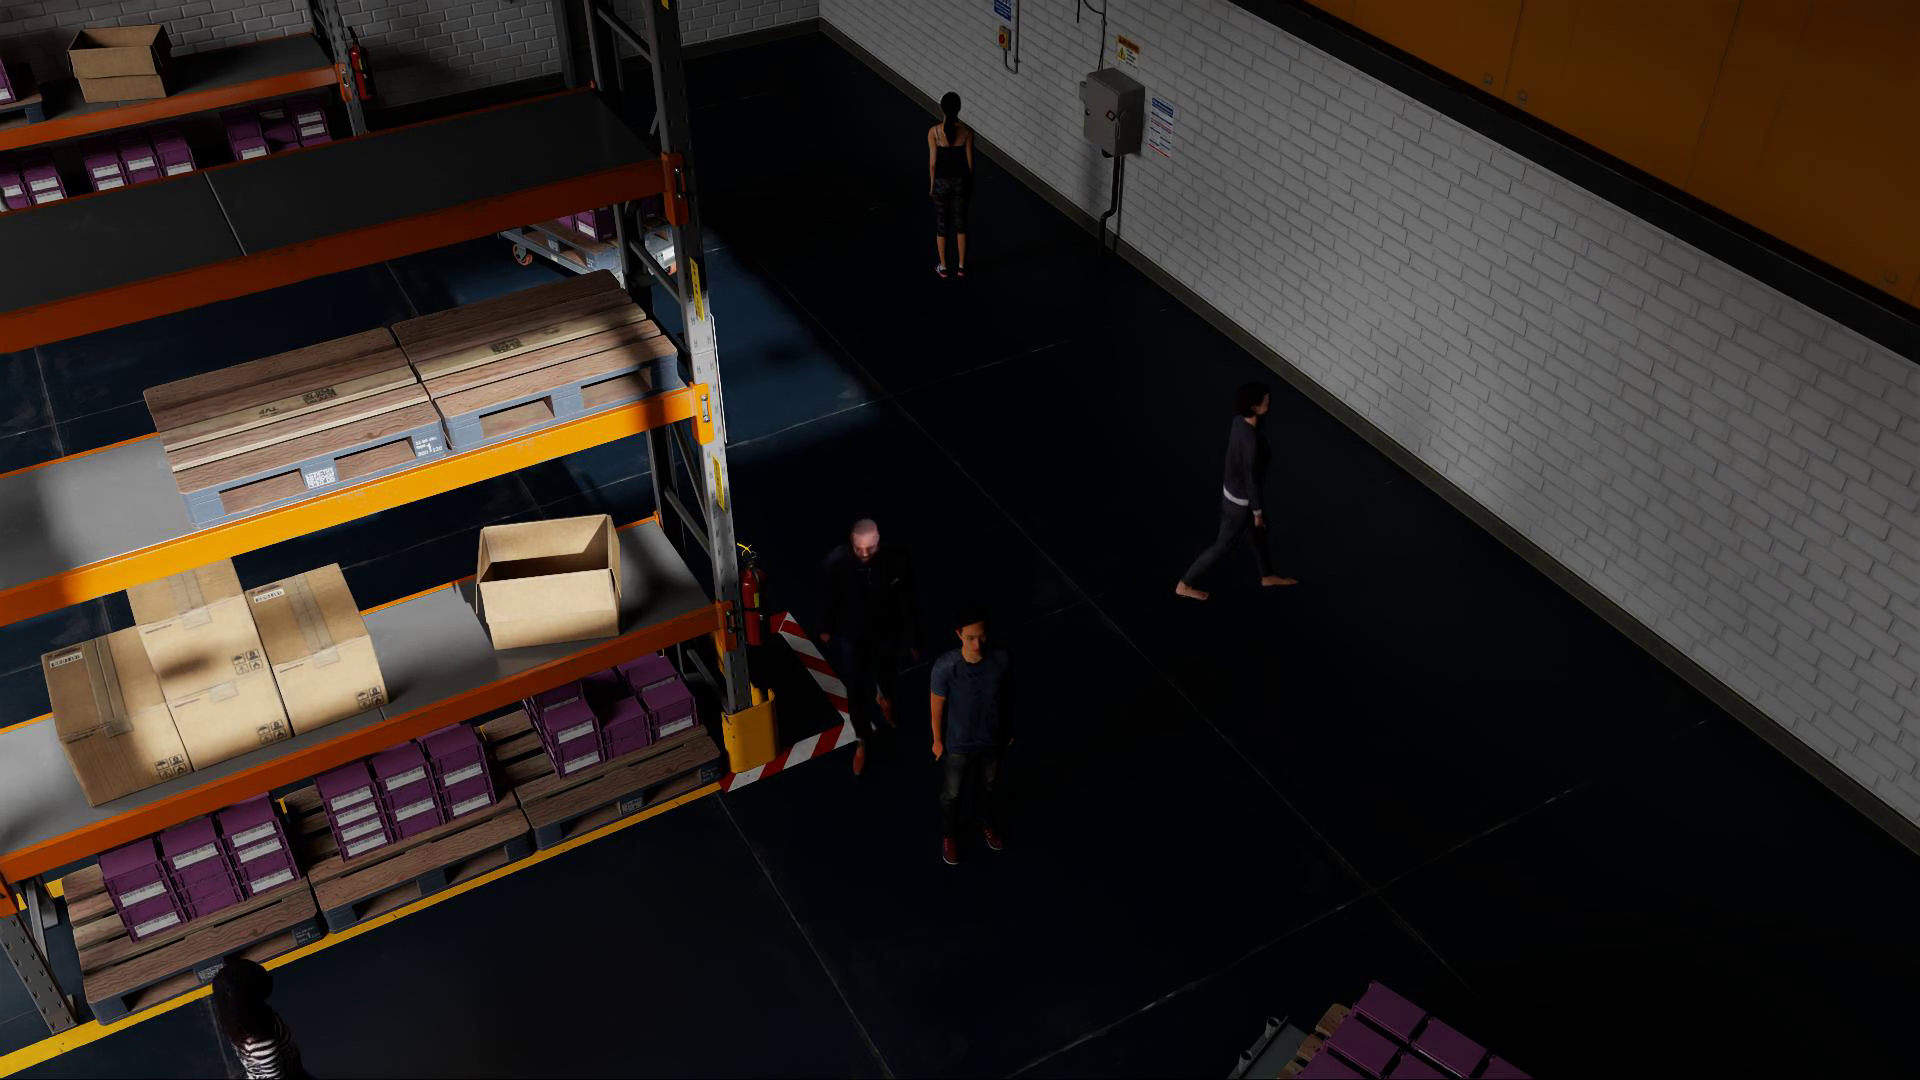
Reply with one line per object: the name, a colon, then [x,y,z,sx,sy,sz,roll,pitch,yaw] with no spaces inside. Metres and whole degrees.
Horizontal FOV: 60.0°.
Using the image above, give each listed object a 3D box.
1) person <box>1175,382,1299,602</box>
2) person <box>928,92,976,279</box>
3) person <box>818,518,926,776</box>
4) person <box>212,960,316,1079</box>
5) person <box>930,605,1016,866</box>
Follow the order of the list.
person: [1.811,-0.277,11.147,1.189,1.725,1.011,2,39,2]
person: [-0.073,-3.136,14.724,0.607,1.730,0.711,-3,39,-4]
person: [-0.543,0.491,10.141,1.087,1.782,1.094,-7,39,-8]
person: [-3.160,2.551,7.569,0.978,1.772,0.742,-31,48,-33]
person: [0.069,1.075,9.386,0.529,1.810,0.738,-14,41,-16]
